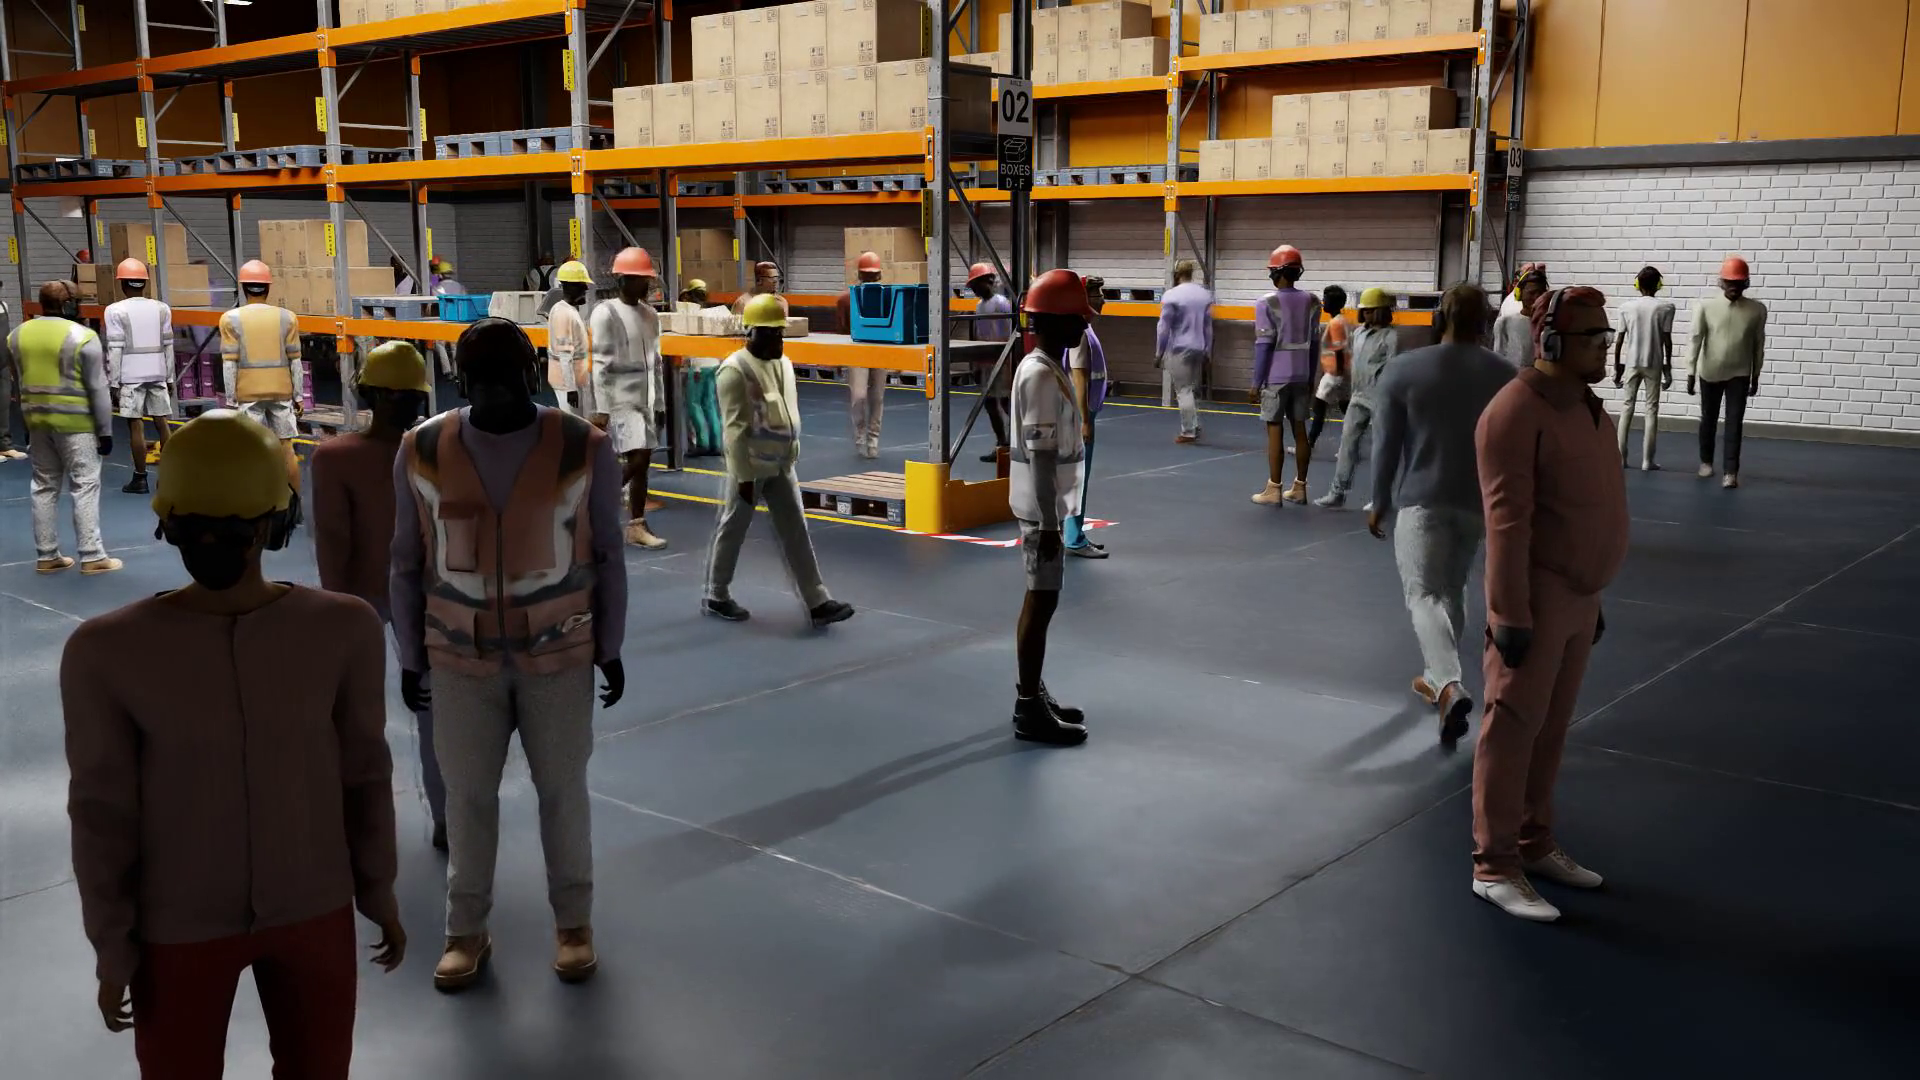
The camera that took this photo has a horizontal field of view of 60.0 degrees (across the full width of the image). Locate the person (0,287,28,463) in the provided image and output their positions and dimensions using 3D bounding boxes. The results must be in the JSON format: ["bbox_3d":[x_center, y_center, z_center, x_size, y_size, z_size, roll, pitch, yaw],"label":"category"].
[{"bbox_3d":[-9.150,-1.652,15.748,0.331,1.843,0.520,2,10,11],"label":"person"}]

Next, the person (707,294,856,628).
[{"bbox_3d":[-1.023,-0.410,8.853,0.942,1.778,0.619,6,12,32],"label":"person"}]

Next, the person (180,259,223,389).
[{"bbox_3d":[-11.025,-3.138,24.134,0.768,1.878,0.652,7,12,34],"label":"person"}]

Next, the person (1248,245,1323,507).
[{"bbox_3d":[2.536,-1.281,13.066,0.605,2.045,0.381,-5,11,-25],"label":"person"}]

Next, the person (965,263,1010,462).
[{"bbox_3d":[0.363,-1.643,15.582,0.491,1.886,0.677,-6,12,-31],"label":"person"}]

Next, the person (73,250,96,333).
[{"bbox_3d":[-13.045,-3.337,24.912,0.608,1.995,0.376,8,13,40],"label":"person"}]

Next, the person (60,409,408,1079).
[{"bbox_3d":[-1.212,0.654,2.850,0.525,1.765,0.329,-7,12,-35],"label":"person"}]

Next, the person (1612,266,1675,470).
[{"bbox_3d":[6.255,-1.567,15.229,0.512,1.860,0.317,7,12,34],"label":"person"}]

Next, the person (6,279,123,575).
[{"bbox_3d":[-5.556,-0.695,10.341,0.632,1.836,0.430,2,10,10],"label":"person"}]

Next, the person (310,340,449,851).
[{"bbox_3d":[-1.969,0.177,5.698,0.526,1.723,0.904,-8,13,-38],"label":"person"}]

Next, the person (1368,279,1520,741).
[{"bbox_3d":[2.071,-0.140,6.997,0.627,1.901,0.946,0,10,-2],"label":"person"}]

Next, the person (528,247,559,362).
[{"bbox_3d":[-7.261,-4.170,29.522,0.689,2.000,0.539,1,10,5],"label":"person"}]

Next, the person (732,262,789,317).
[{"bbox_3d":[-1.785,-1.605,15.345,0.400,1.901,0.641,9,14,42],"label":"person"}]

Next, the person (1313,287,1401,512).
[{"bbox_3d":[3.065,-1.055,12.662,0.694,1.717,0.510,-7,12,-33],"label":"person"}]

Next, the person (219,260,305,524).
[{"bbox_3d":[-5.088,-1.066,12.147,0.552,1.935,0.374,-6,12,-31],"label":"person"}]

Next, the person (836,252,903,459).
[{"bbox_3d":[-0.849,-1.742,15.861,0.640,1.975,0.538,-2,10,-12],"label":"person"}]

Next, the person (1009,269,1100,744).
[{"bbox_3d":[0.386,-0.138,6.862,0.363,1.935,0.553,1,10,3],"label":"person"}]

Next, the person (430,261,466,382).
[{"bbox_3d":[-7.740,-3.295,25.150,0.404,1.827,0.614,9,13,40],"label":"person"}]

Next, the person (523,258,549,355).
[{"bbox_3d":[-7.419,-4.067,29.513,0.625,1.841,0.429,-4,11,-23],"label":"person"}]

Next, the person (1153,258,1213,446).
[{"bbox_3d":[2.284,-1.924,17.092,0.628,1.918,0.524,-9,13,-41],"label":"person"}]

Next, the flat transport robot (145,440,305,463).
[{"bbox_3d":[-6.907,-0.830,15.542,1.431,0.197,0.652,5,11,24],"label":"flat transport robot"}]

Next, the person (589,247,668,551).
[{"bbox_3d":[-2.203,-0.928,11.093,0.478,2.030,0.640,5,11,27],"label":"person"}]

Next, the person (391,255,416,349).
[{"bbox_3d":[-8.734,-3.489,25.992,0.597,1.918,0.382,2,10,10],"label":"person"}]

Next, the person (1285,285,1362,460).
[{"bbox_3d":[3.499,-1.590,15.901,0.797,1.666,0.548,4,11,20],"label":"person"}]

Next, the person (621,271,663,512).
[{"bbox_3d":[-2.435,-1.135,12.664,0.449,1.897,0.675,0,10,1],"label":"person"}]

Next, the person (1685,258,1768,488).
[{"bbox_3d":[6.597,-1.456,14.380,0.634,1.942,1.036,3,10,18],"label":"person"}]

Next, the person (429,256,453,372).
[{"bbox_3d":[-8.593,-3.708,27.326,0.569,1.882,0.976,-7,12,-33],"label":"person"}]

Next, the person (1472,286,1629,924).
[{"bbox_3d":[1.823,0.186,5.101,0.406,1.910,0.639,9,13,41],"label":"person"}]

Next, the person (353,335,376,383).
[{"bbox_3d":[-9.029,-3.288,25.082,0.403,1.837,0.591,3,10,17],"label":"person"}]

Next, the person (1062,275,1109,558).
[{"bbox_3d":[0.786,-0.810,10.946,0.389,1.847,0.566,0,10,1],"label":"person"}]

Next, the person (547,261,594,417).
[{"bbox_3d":[-3.125,-1.283,13.444,0.390,1.922,0.589,-1,10,-7],"label":"person"}]

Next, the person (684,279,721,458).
[{"bbox_3d":[-2.516,-1.670,16.175,0.452,1.721,0.567,3,10,14],"label":"person"}]

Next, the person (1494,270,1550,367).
[{"bbox_3d":[4.038,-0.988,11.910,0.534,1.864,0.310,-2,10,-11],"label":"person"}]

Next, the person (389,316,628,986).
[{"bbox_3d":[-1.231,0.313,4.567,0.634,1.841,0.429,-1,10,-8],"label":"person"}]

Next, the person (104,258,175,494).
[{"bbox_3d":[-6.781,-1.351,13.766,0.356,1.937,0.552,7,12,35],"label":"person"}]

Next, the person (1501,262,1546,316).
[{"bbox_3d":[5.214,-1.605,15.342,0.398,1.897,0.646,-1,10,-4],"label":"person"}]

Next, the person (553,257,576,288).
[{"bbox_3d":[-6.219,-3.574,26.583,0.355,1.882,0.576,8,13,39],"label":"person"}]

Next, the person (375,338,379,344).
[{"bbox_3d":[-10.649,-4.145,30.538,0.507,1.632,0.268,-9,13,-42],"label":"person"}]

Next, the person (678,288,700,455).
[{"bbox_3d":[-2.688,-1.650,16.328,0.514,1.637,0.314,-10,14,-44],"label":"person"}]
